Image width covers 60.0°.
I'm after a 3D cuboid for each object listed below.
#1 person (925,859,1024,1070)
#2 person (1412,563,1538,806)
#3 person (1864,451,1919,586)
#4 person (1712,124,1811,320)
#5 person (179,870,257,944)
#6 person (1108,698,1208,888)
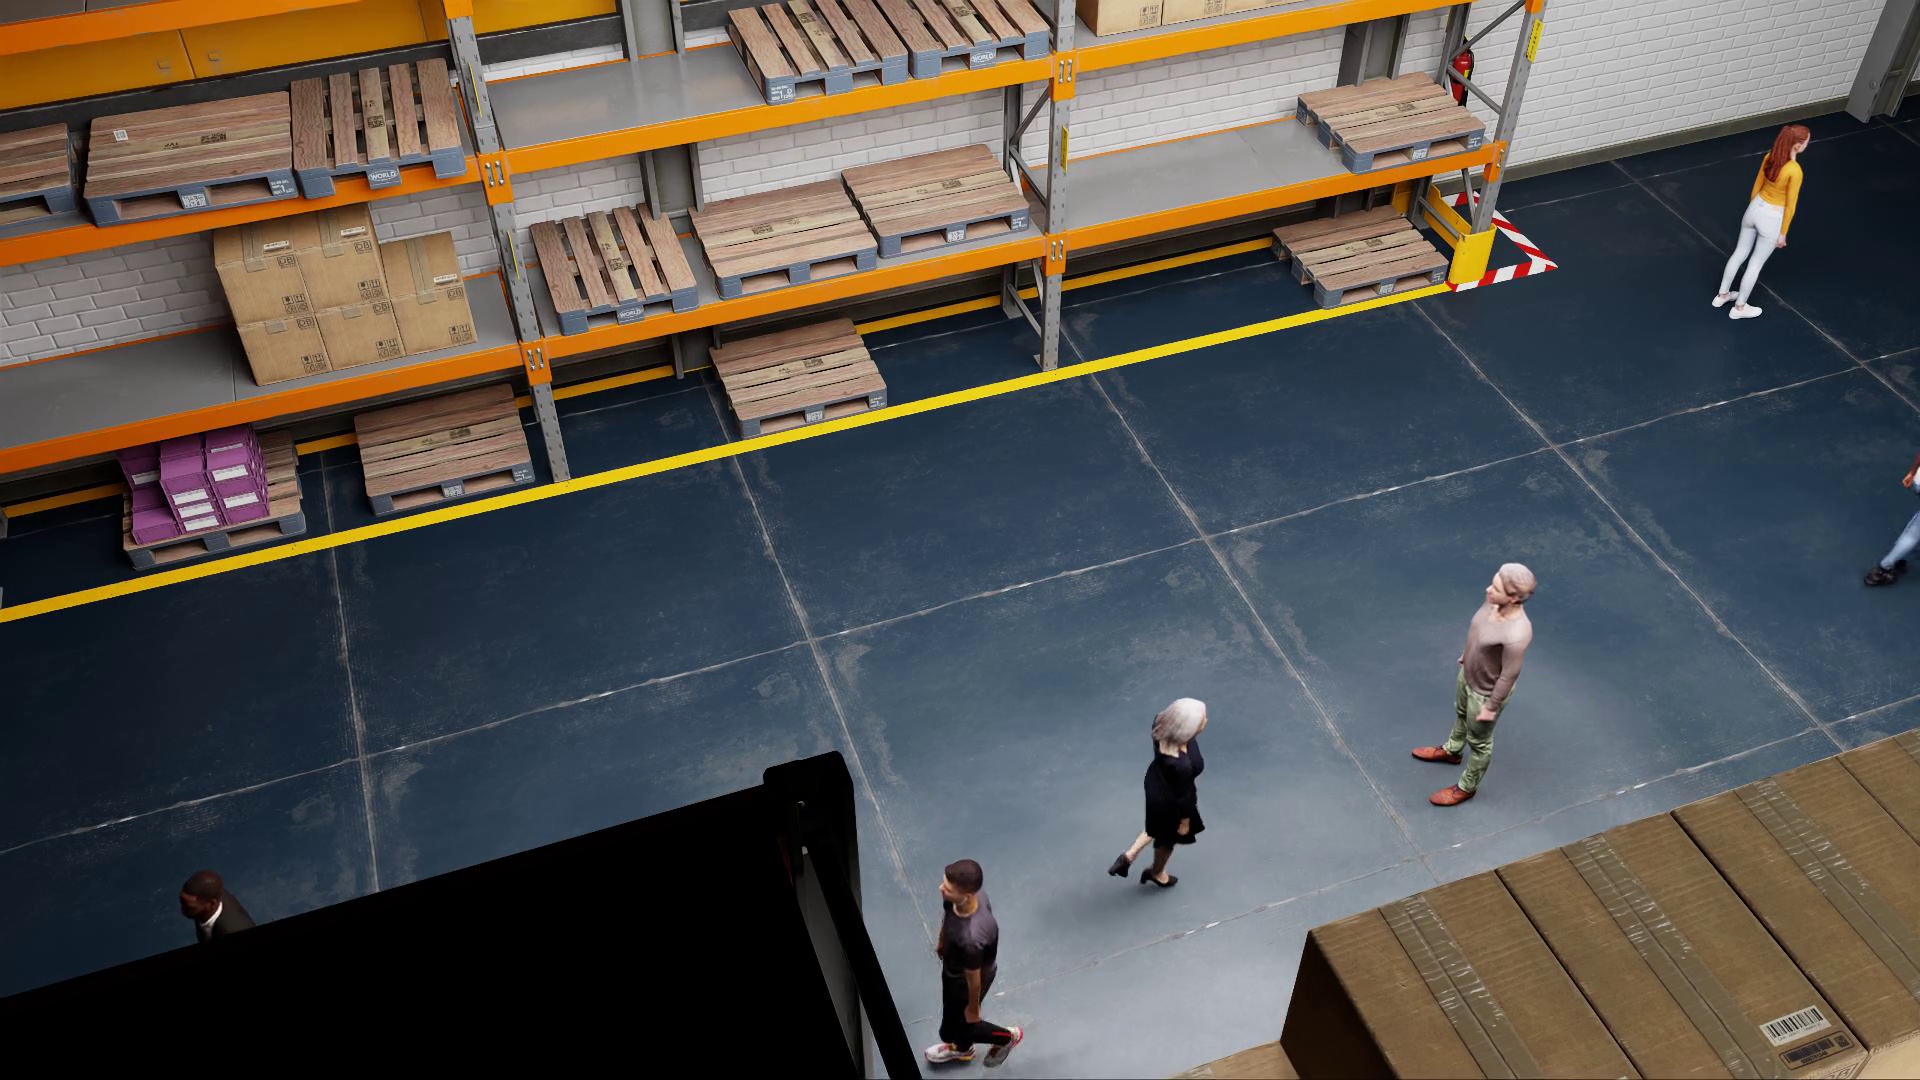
[{"bbox_3d":[0.107,2.212,8.562,0.772,1.752,0.693,-10,44,-10],"label":"person"},{"bbox_3d":[3.131,0.839,9.915,0.696,1.874,0.740,-3,44,-3],"label":"person"},{"bbox_3d":[6.531,-0.316,11.248,0.672,1.706,0.626,-9,44,-9],"label":"person"},{"bbox_3d":[6.593,-2.618,13.633,0.532,1.750,0.592,-15,46,-15],"label":"person"},{"bbox_3d":[-3.558,2.201,8.569,1.264,1.758,0.915,-29,51,-27],"label":"person"},{"bbox_3d":[1.098,1.479,9.345,0.784,1.733,0.675,-10,45,-10],"label":"person"}]
